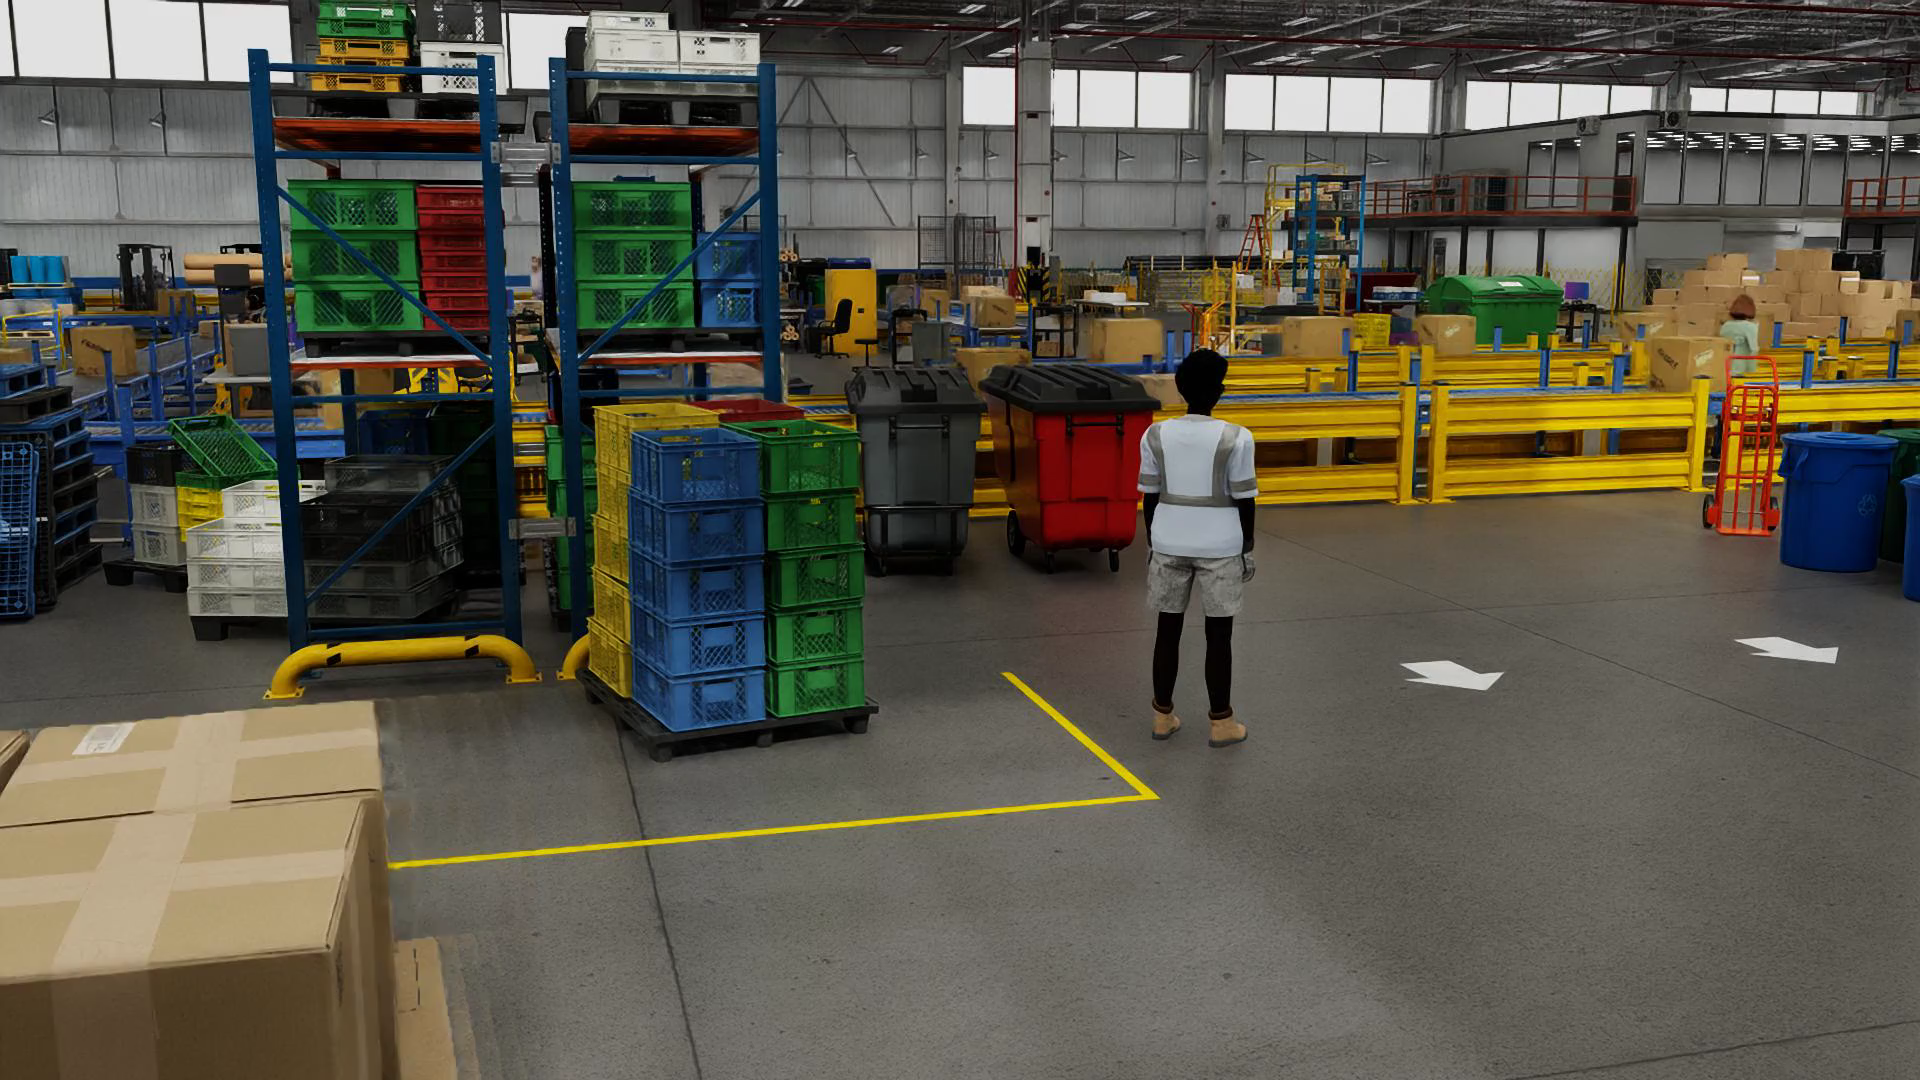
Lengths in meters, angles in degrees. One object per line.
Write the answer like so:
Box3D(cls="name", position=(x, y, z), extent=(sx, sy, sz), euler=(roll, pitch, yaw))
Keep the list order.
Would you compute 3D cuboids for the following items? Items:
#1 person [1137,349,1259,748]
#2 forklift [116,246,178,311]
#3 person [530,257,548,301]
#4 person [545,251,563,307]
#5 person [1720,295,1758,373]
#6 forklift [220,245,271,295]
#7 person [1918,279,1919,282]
Box3D(cls="person", position=(1.014, 0.040, 7.081), extent=(0.535, 1.697, 0.318), euler=(5, 11, 28))
Box3D(cls="forklift", position=(-19.966, -6.232, 40.894), extent=(1.157, 1.987, 2.680), euler=(-3, 10, -15))
Box3D(cls="person", position=(-10.133, -5.829, 39.814), extent=(0.640, 1.877, 0.743), euler=(7, 12, 35))
Box3D(cls="person", position=(-8.804, -5.310, 36.455), extent=(0.627, 2.020, 0.632), euler=(7, 12, 34))
Box3D(cls="person", position=(8.081, -1.733, 17.310), extent=(0.396, 1.618, 0.526), euler=(-3, 10, -16))
Box3D(cls="forklift", position=(-17.749, -6.334, 41.440), extent=(1.157, 1.987, 2.680), euler=(-3, 10, -17))
Box3D(cls="person", position=(22.994, -5.687, 39.463), extent=(0.539, 1.716, 0.926), euler=(0, 10, 1))
